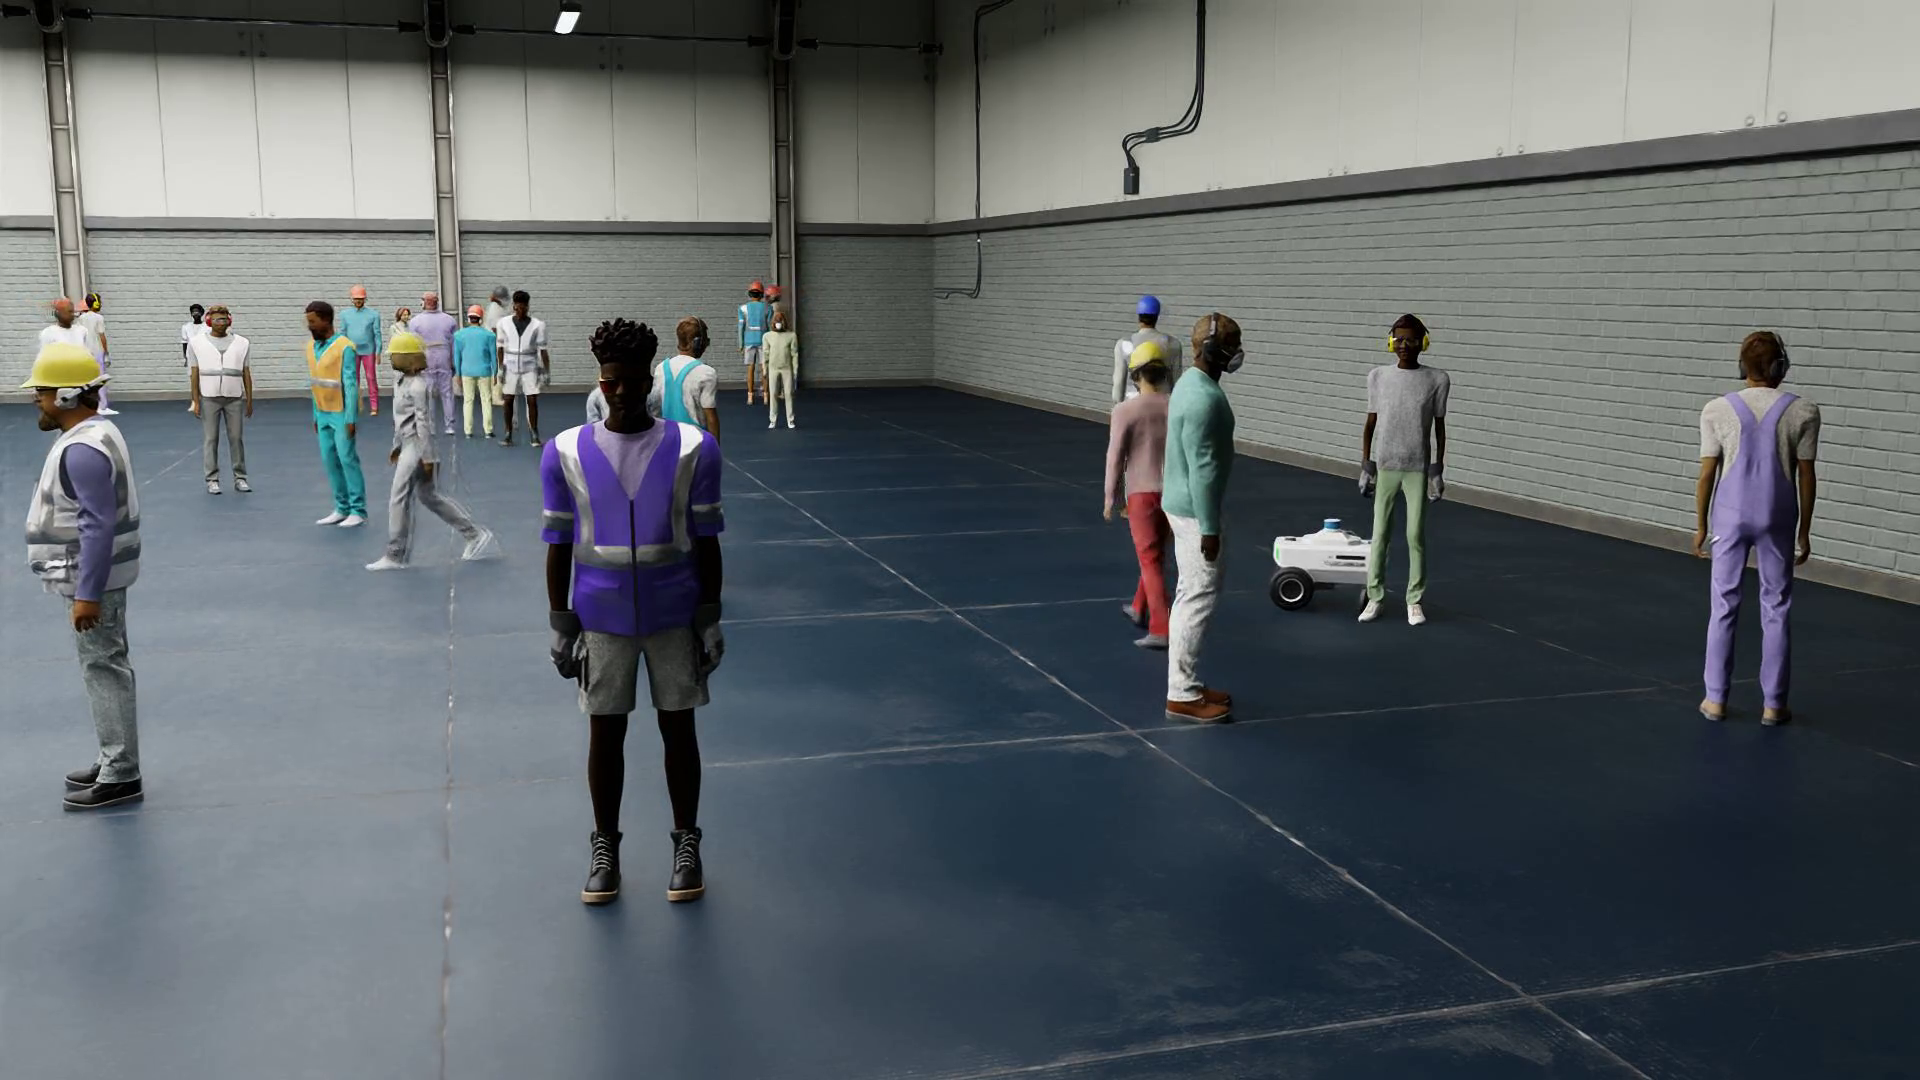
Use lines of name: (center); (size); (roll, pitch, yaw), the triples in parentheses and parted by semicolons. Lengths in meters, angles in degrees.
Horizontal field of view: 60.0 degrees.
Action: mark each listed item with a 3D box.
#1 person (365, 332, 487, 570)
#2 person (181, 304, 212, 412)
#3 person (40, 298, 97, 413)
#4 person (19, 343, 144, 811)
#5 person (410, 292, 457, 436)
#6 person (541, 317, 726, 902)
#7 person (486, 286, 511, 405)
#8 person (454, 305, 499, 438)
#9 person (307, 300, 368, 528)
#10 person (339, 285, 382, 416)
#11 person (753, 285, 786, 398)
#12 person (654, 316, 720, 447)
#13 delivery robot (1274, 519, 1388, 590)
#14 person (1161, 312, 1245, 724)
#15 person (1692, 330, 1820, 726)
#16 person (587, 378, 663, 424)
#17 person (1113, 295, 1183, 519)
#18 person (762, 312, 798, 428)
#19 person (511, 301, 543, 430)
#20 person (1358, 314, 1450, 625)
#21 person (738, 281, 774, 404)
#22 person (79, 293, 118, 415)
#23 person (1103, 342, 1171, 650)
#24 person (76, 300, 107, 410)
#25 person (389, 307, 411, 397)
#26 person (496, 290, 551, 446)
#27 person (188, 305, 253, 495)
person: (-3.865, -0.649, 11.998); (0.822, 1.712, 0.493); (-4, 10, -24)
person: (-11.903, -2.844, 26.035); (0.540, 1.700, 0.316); (-1, 9, -4)
person: (-9.890, -1.742, 18.453); (0.521, 1.873, 0.594); (4, 10, 23)
person: (-3.447, 0.142, 6.564); (0.404, 1.830, 0.600); (-4, 10, -24)
person: (-6.996, -2.330, 22.094); (0.636, 1.910, 0.405); (-7, 11, -38)
person: (-1.077, 0.244, 5.534); (0.599, 1.958, 0.375); (-1, 9, -9)
person: (-7.599, -3.266, 27.646); (0.535, 2.000, 0.846); (-2, 9, -14)
person: (-6.344, -2.208, 21.850); (0.568, 1.744, 0.352); (-1, 9, -9)
person: (-5.245, -1.058, 14.000); (0.593, 1.906, 0.393); (6, 11, 34)
person: (-9.124, -2.875, 25.342); (0.604, 1.986, 0.405); (-1, 9, -9)
person: (-3.335, -3.454, 29.056); (0.892, 1.958, 0.641); (0, 9, 2)
person: (-1.815, -0.580, 11.179); (0.508, 1.836, 0.361); (5, 10, 28)
delivery robot: (2.353, 0.109, 10.535); (0.707, 0.478, 0.477); (2, 9, 14)
person: (1.140, -0.107, 7.874); (0.377, 1.930, 0.629); (1, 9, 5)
person: (3.707, -0.053, 7.780); (0.506, 1.842, 0.350); (5, 10, 27)
person: (-2.170, -0.457, 10.819); (0.492, 1.683, 0.915); (-1, 9, -8)
person: (1.623, -1.140, 14.379); (0.611, 1.945, 0.401); (-1, 9, -5)
person: (-2.504, -2.361, 23.199); (0.500, 1.626, 0.280); (0, 9, -1)
person: (-6.055, -2.457, 23.034); (0.567, 1.875, 0.366); (-4, 10, -25)
person: (2.665, -0.420, 10.028); (0.510, 1.872, 0.328); (3, 9, 19)
person: (-3.380, -3.278, 27.713); (0.615, 2.041, 0.391); (0, 9, -2)
person: (-13.251, -2.844, 25.500); (0.535, 1.868, 0.309); (4, 10, 22)
person: (1.076, -0.267, 9.577); (0.565, 1.711, 0.902); (-4, 10, -26)
person: (-13.662, -2.881, 26.097); (0.565, 1.751, 0.330); (2, 9, 15)
person: (-8.757, -2.842, 26.211); (0.307, 1.641, 0.513); (5, 10, 27)
person: (-5.447, -2.130, 20.696); (0.706, 1.945, 0.539); (-2, 9, -10)
person: (-7.169, -1.361, 16.157); (0.560, 1.837, 0.388); (-6, 11, -35)
